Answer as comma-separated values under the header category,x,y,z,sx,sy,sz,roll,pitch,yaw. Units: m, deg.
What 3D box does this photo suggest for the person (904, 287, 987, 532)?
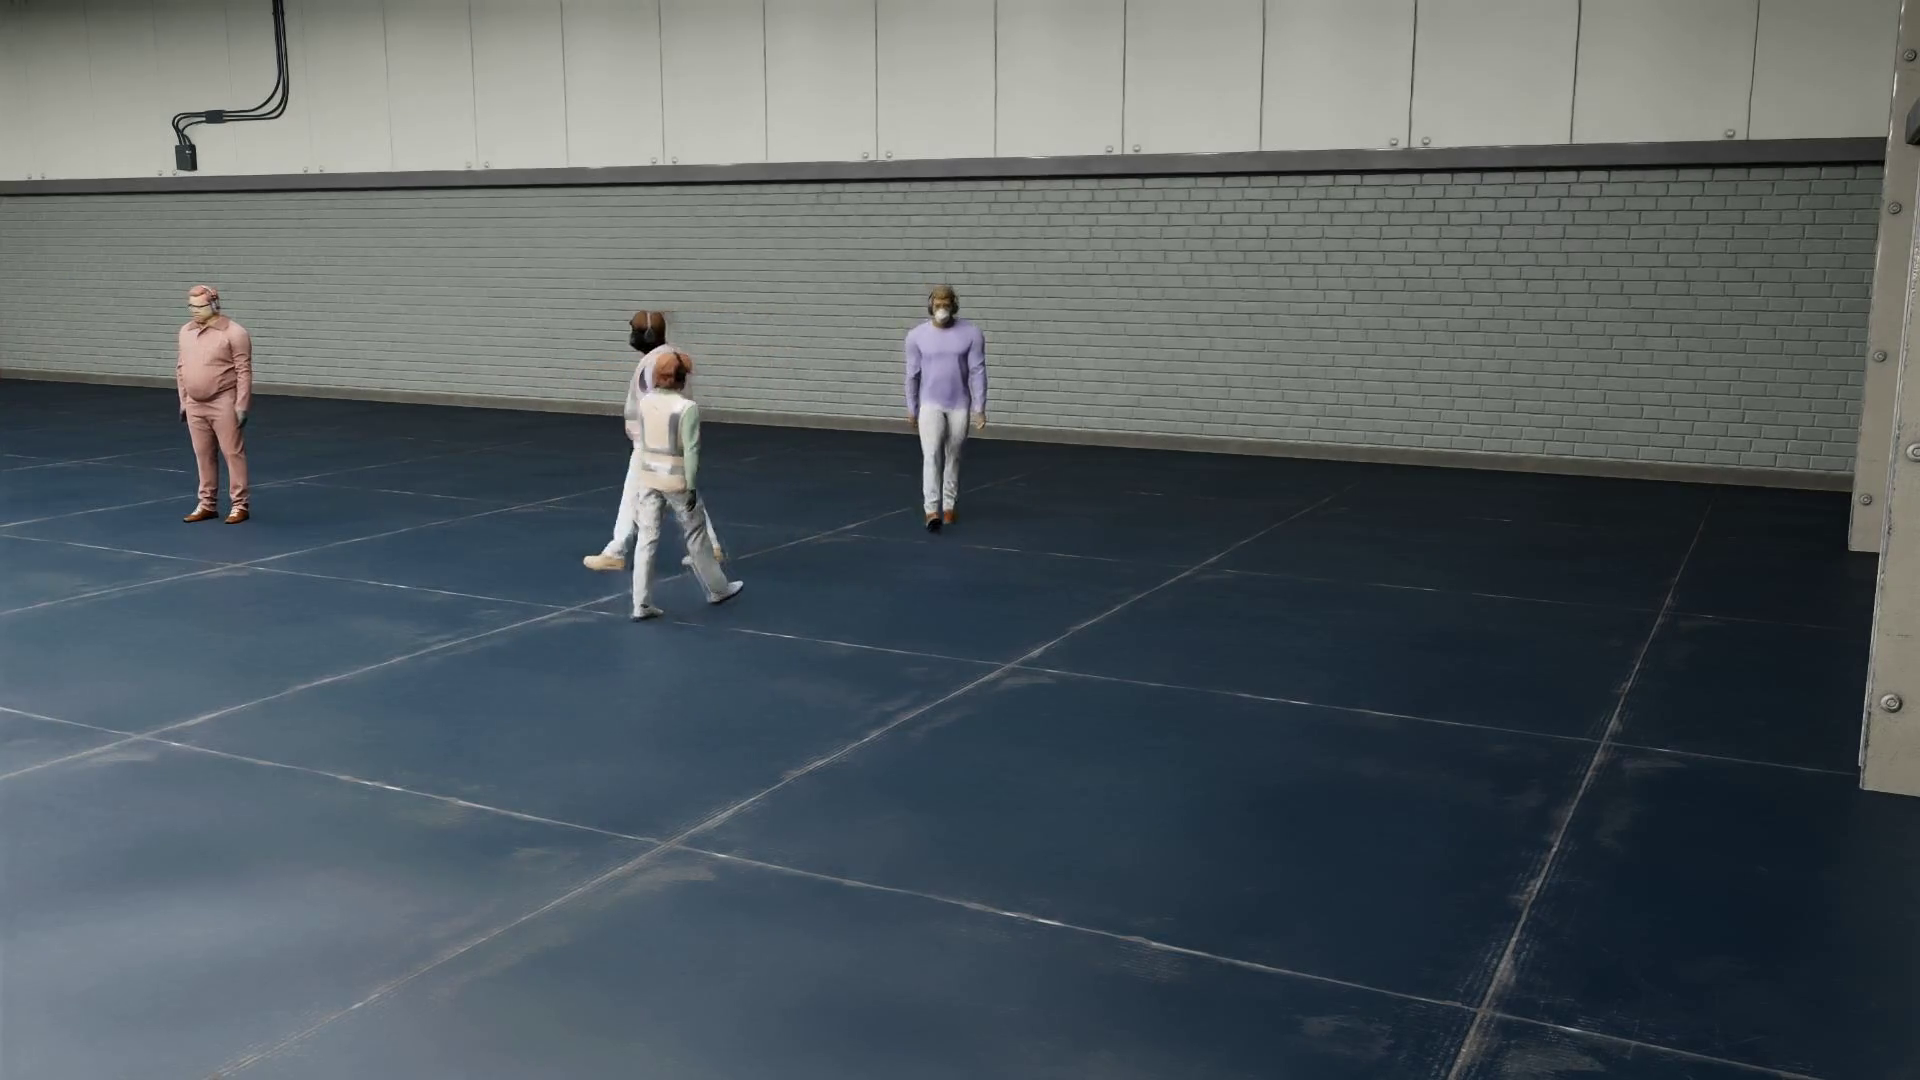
category,x,y,z,sx,sy,sz,roll,pitch,yaw
person,-0.106,-1.010,12.961,0.636,1.893,0.990,-1,10,-5

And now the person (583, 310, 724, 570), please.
category,x,y,z,sx,sy,sz,roll,pitch,yaw
person,-2.094,-0.680,11.447,0.947,1.797,0.623,0,10,2

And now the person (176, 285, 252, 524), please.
category,x,y,z,sx,sy,sz,roll,pitch,yaw
person,-5.974,-1.074,13.284,0.639,1.904,0.405,3,11,13

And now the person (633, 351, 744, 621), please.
category,x,y,z,sx,sy,sz,roll,pitch,yaw
person,-1.706,-0.339,10.084,0.532,1.595,0.840,7,12,33
